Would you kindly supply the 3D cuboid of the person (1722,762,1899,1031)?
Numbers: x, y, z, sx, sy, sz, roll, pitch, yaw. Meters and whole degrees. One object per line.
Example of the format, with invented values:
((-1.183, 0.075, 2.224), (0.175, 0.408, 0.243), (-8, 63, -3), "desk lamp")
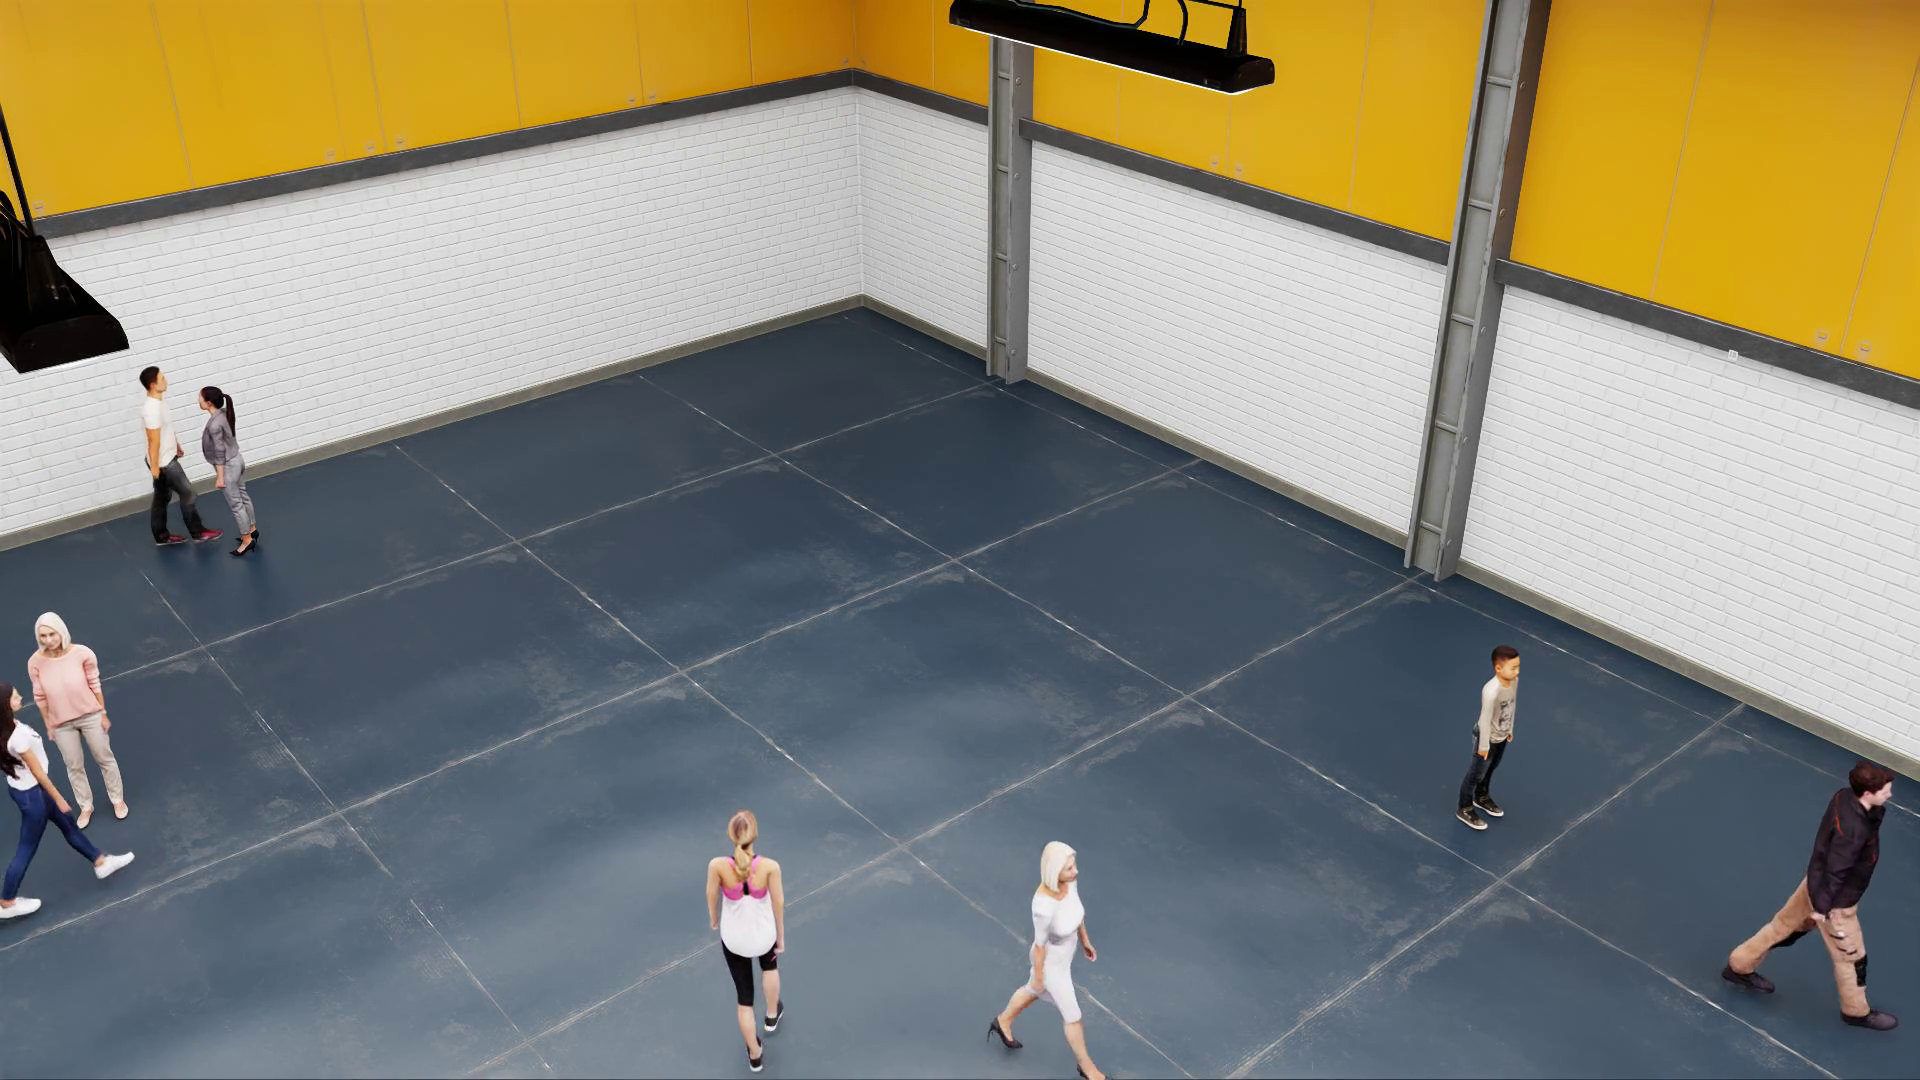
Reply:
((5.242, 2.131, 10.193), (1.332, 1.880, 1.124), (9, 30, 16), "person")

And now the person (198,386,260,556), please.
((-6.822, -0.661, 15.523), (0.788, 1.678, 0.696), (-4, 29, -7), "person")

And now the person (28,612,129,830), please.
((-6.342, 1.266, 11.940), (0.657, 1.725, 0.620), (-12, 31, -20), "person")

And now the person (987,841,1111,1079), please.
((0.477, 2.448, 9.792), (1.148, 1.709, 0.922), (11, 31, 20), "person")

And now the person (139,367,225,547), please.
((-7.549, -0.733, 15.551), (0.868, 1.778, 0.880), (-10, 30, -18), "person")

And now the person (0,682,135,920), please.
((-6.243, 1.762, 11.030), (0.718, 1.727, 1.078), (-25, 37, -37), "person")

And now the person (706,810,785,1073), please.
((-1.248, 2.412, 9.794), (0.825, 1.770, 0.913), (-3, 29, -6), "person")

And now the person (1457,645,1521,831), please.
((3.827, 1.392, 11.987), (0.522, 1.460, 0.548), (25, 37, 38), "person")
